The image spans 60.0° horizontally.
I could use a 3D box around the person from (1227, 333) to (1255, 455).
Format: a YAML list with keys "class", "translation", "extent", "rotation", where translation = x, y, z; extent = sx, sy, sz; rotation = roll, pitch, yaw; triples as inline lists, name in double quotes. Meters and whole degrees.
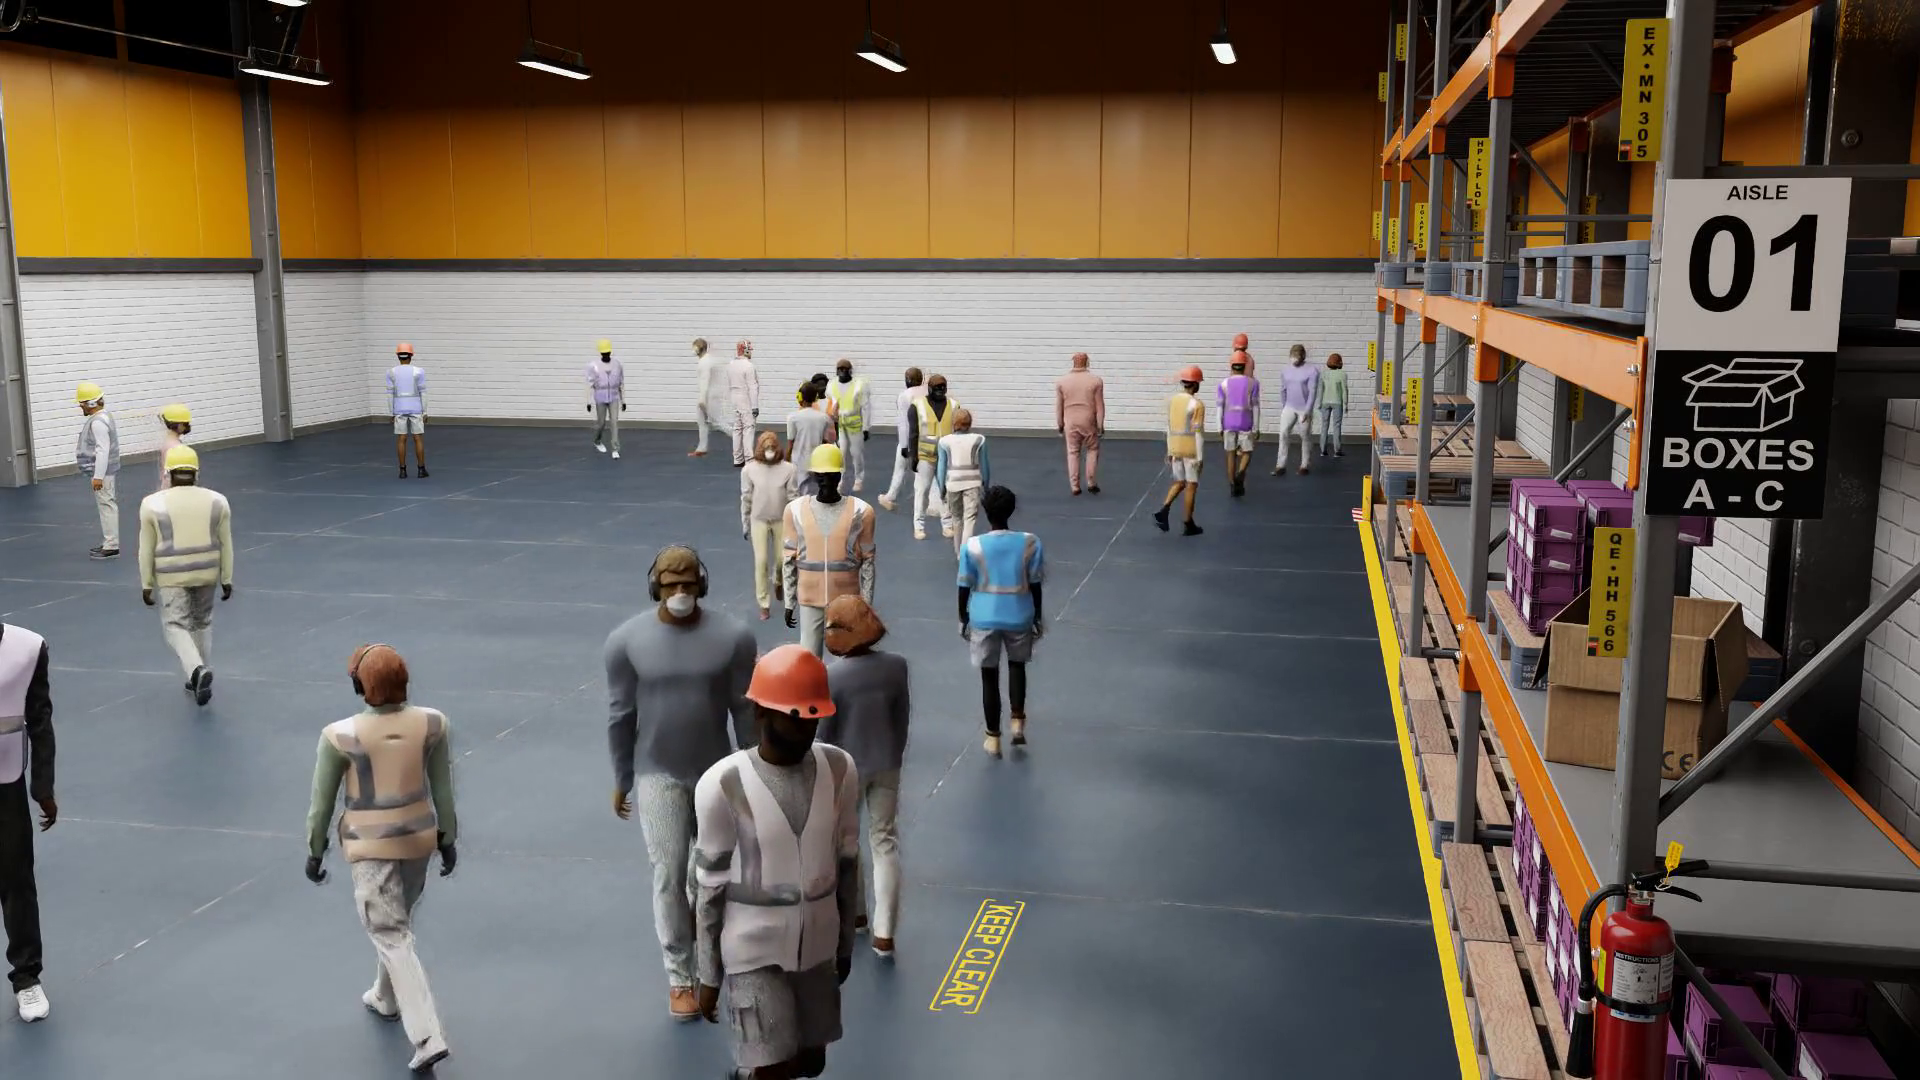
- class: "person"
  translation: [4.449, -2.302, 26.353]
  extent: [0.558, 1.946, 0.644]
  rotation: [-5, 11, -29]

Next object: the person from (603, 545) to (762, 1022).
- class: "person"
  translation: [-1.154, 0.941, 6.959]
  extent: [0.632, 1.913, 0.876]
  rotation: [-3, 10, -15]

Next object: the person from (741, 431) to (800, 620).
- class: "person"
  translation: [-1.642, -0.147, 14.386]
  extent: [0.506, 1.622, 0.536]
  rotation: [-2, 10, -9]

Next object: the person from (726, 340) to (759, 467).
- class: "person"
  translation: [-3.187, -2.017, 24.771]
  extent: [0.410, 1.909, 0.642]
  rotation: [-8, 12, -41]

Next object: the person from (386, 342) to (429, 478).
- class: "person"
  translation: [-7.827, -1.834, 23.593]
  extent: [0.543, 1.932, 0.365]
  rotation: [-2, 10, -10]

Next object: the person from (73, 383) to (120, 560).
- class: "person"
  translation: [-8.887, -0.713, 17.166]
  extent: [0.403, 1.823, 0.588]
  rotation: [-4, 10, -24]

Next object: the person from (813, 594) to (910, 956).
- class: "person"
  translation: [-0.438, 1.018, 7.343]
  extent: [0.549, 1.603, 0.525]
  rotation: [-6, 11, -31]

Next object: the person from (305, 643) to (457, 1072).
- class: "person"
  translation: [-2.180, 1.192, 6.378]
  extent: [0.531, 1.596, 0.876]
  rotation: [-9, 13, -43]

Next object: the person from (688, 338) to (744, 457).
- class: "person"
  translation: [-3.822, -2.237, 26.173]
  extent: [0.900, 1.898, 0.645]
  rotation: [-1, 10, -8]

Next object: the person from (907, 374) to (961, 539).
- class: "person"
  translation: [-0.266, -0.915, 18.385]
  extent: [0.627, 1.835, 0.432]
  rotation: [-3, 10, -16]

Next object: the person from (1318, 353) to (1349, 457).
- class: "person"
  translation: [5.893, -2.131, 26.277]
  extent: [0.507, 1.631, 0.266]
  rotation: [7, 12, 37]

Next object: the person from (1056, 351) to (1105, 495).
- class: "person"
  translation: [1.614, -1.550, 21.979]
  extent: [0.681, 1.891, 0.607]
  rotation: [3, 10, 18]

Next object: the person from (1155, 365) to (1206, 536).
- class: "person"
  translation: [2.485, -0.985, 18.501]
  extent: [0.550, 1.926, 0.569]
  rotation: [-7, 12, -37]

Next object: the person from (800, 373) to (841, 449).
- class: "person"
  translation: [-1.732, -1.227, 20.640]
  extent: [0.540, 1.695, 0.317]
  rotation: [-4, 10, -24]

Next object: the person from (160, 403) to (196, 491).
- class: "person"
  translation: [-7.224, -0.393, 15.434]
  extent: [0.371, 1.750, 0.557]
  rotation: [-4, 10, -25]

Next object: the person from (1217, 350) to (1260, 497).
- class: "person"
  translation: [3.603, -1.493, 21.560]
  extent: [0.571, 1.925, 0.545]
  rotation: [3, 10, 17]

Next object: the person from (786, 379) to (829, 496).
- class: "person"
  translation: [-1.585, -0.712, 17.069]
  extent: [0.573, 1.849, 0.632]
  rotation: [-8, 12, -40]

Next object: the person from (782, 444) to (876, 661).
- class: "person"
  translation: [-0.818, 0.358, 10.387]
  extent: [0.589, 1.930, 0.360]
  rotation: [0, 9, 2]

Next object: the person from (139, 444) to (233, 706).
- class: "person"
  translation: [-5.294, 0.244, 11.438]
  extent: [0.600, 1.807, 0.728]
  rotation: [-8, 12, -41]

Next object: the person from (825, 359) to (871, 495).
- class: "person"
  translation: [-1.464, -1.486, 21.911]
  extent: [0.642, 1.799, 0.944]
  rotation: [2, 10, 11]

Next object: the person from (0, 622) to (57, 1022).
- class: "person"
  translation: [-3.917, 0.992, 6.621]
  extent: [0.589, 1.915, 0.393]
  rotation: [-4, 10, -25]

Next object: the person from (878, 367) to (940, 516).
- class: "person"
  translation: [-0.576, -1.198, 20.206]
  extent: [0.633, 1.781, 0.971]
  rotation: [-8, 12, -40]

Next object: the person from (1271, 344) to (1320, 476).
- class: "person"
  translation: [4.791, -1.832, 23.698]
  extent: [0.623, 1.895, 0.911]
  rotation: [7, 12, 36]

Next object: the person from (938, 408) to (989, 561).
- class: "person"
  translation: [0.025, -0.520, 16.659]
  extent: [0.507, 1.604, 0.840]
  rotation: [2, 10, 11]

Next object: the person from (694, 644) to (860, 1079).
- class: "person"
  translation: [-0.589, 1.233, 5.207]
  extent: [0.545, 1.915, 0.793]
  rotation: [-6, 11, -31]

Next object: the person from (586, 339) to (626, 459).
- class: "person"
  translation: [-5.591, -2.244, 26.223]
  extent: [0.628, 1.887, 0.845]
  rotation: [-4, 10, -24]

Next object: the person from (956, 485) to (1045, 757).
- class: "person"
  translation: [0.246, 0.497, 10.276]
  extent: [0.551, 1.680, 0.384]
  rotation: [-1, 10, -9]
